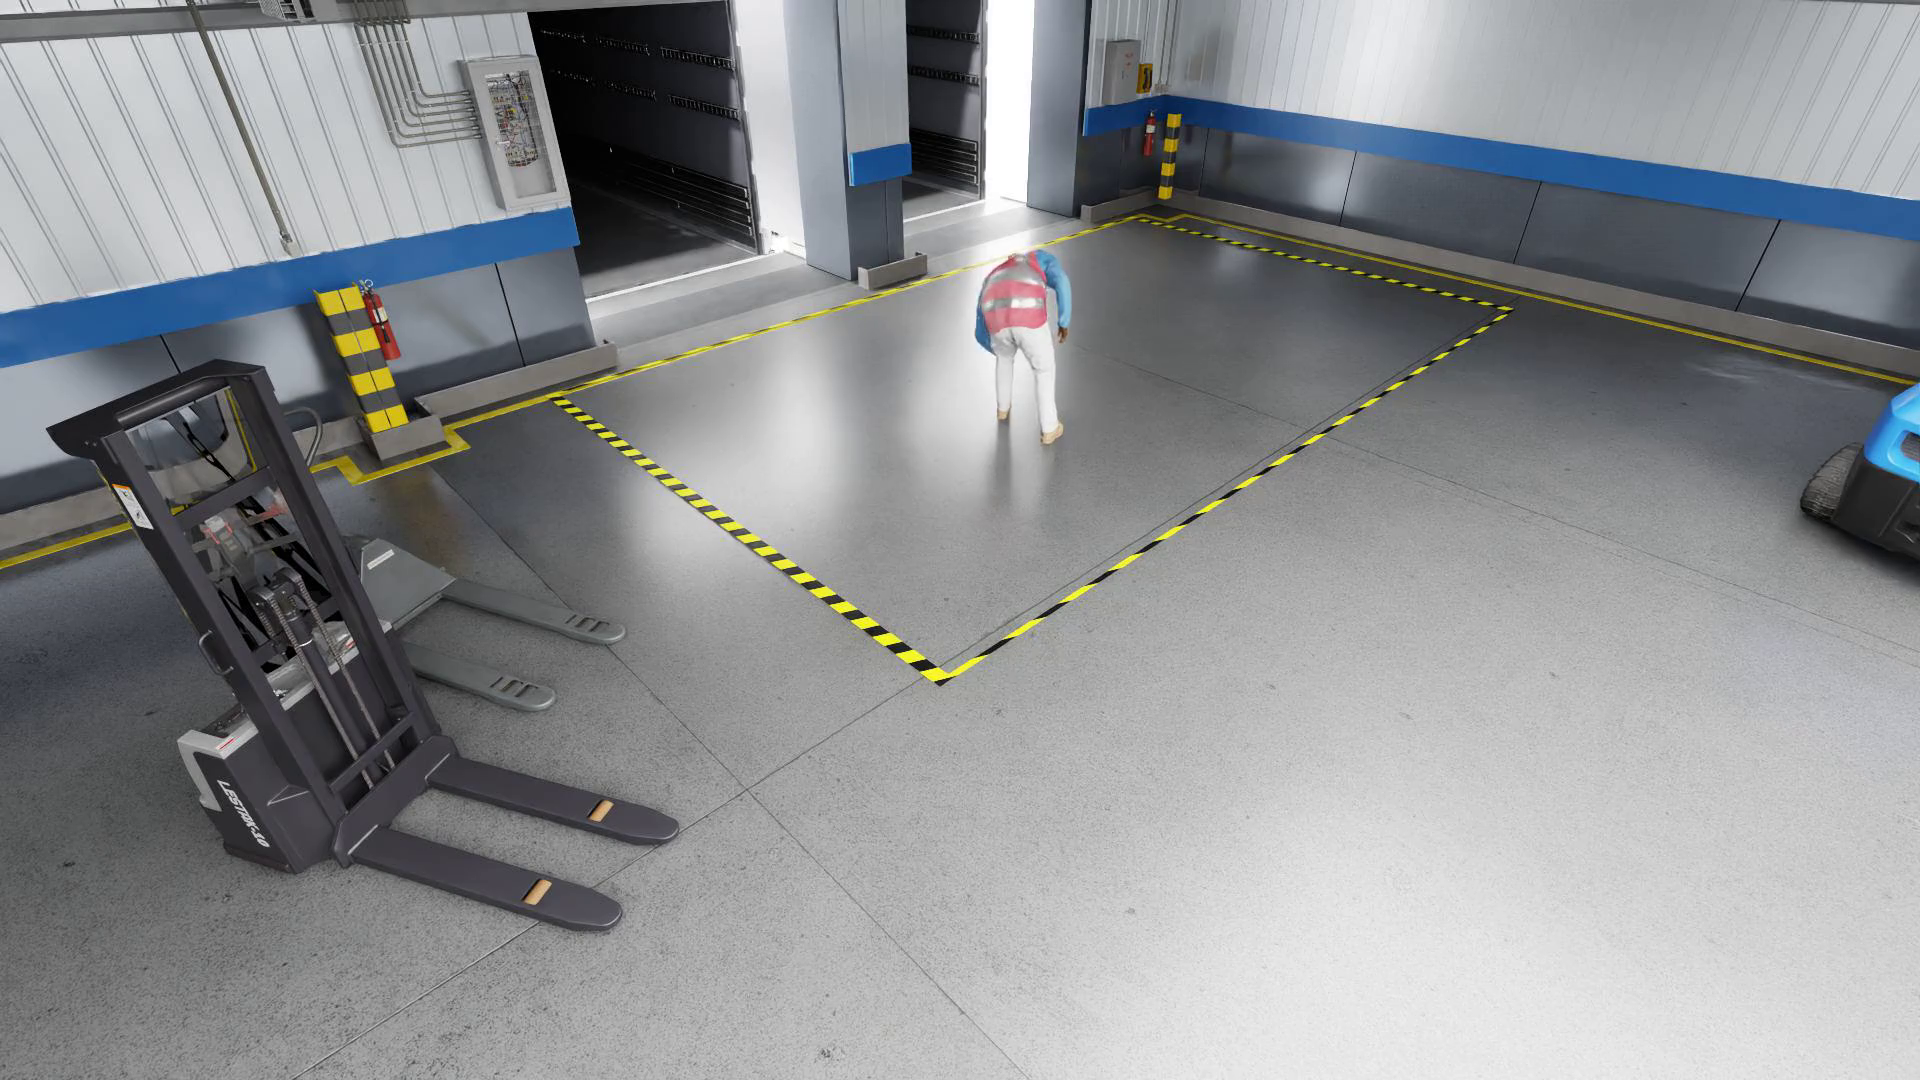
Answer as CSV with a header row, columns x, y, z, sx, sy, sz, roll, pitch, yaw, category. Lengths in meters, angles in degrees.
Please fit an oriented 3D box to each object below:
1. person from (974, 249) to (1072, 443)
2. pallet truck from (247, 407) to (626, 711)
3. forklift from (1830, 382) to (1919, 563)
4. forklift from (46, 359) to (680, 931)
x,y,z,sx,sy,sz,roll,pitch,yaw,category
0.496,-1.502,6.852,0.863,1.284,0.878,20,39,27,person
-2.628,0.038,4.590,1.601,1.201,0.680,12,36,18,pallet truck
6.611,-0.966,5.078,2.680,2.036,1.157,-12,36,-18,forklift
-2.135,0.422,3.354,1.885,1.965,0.823,10,35,14,forklift
